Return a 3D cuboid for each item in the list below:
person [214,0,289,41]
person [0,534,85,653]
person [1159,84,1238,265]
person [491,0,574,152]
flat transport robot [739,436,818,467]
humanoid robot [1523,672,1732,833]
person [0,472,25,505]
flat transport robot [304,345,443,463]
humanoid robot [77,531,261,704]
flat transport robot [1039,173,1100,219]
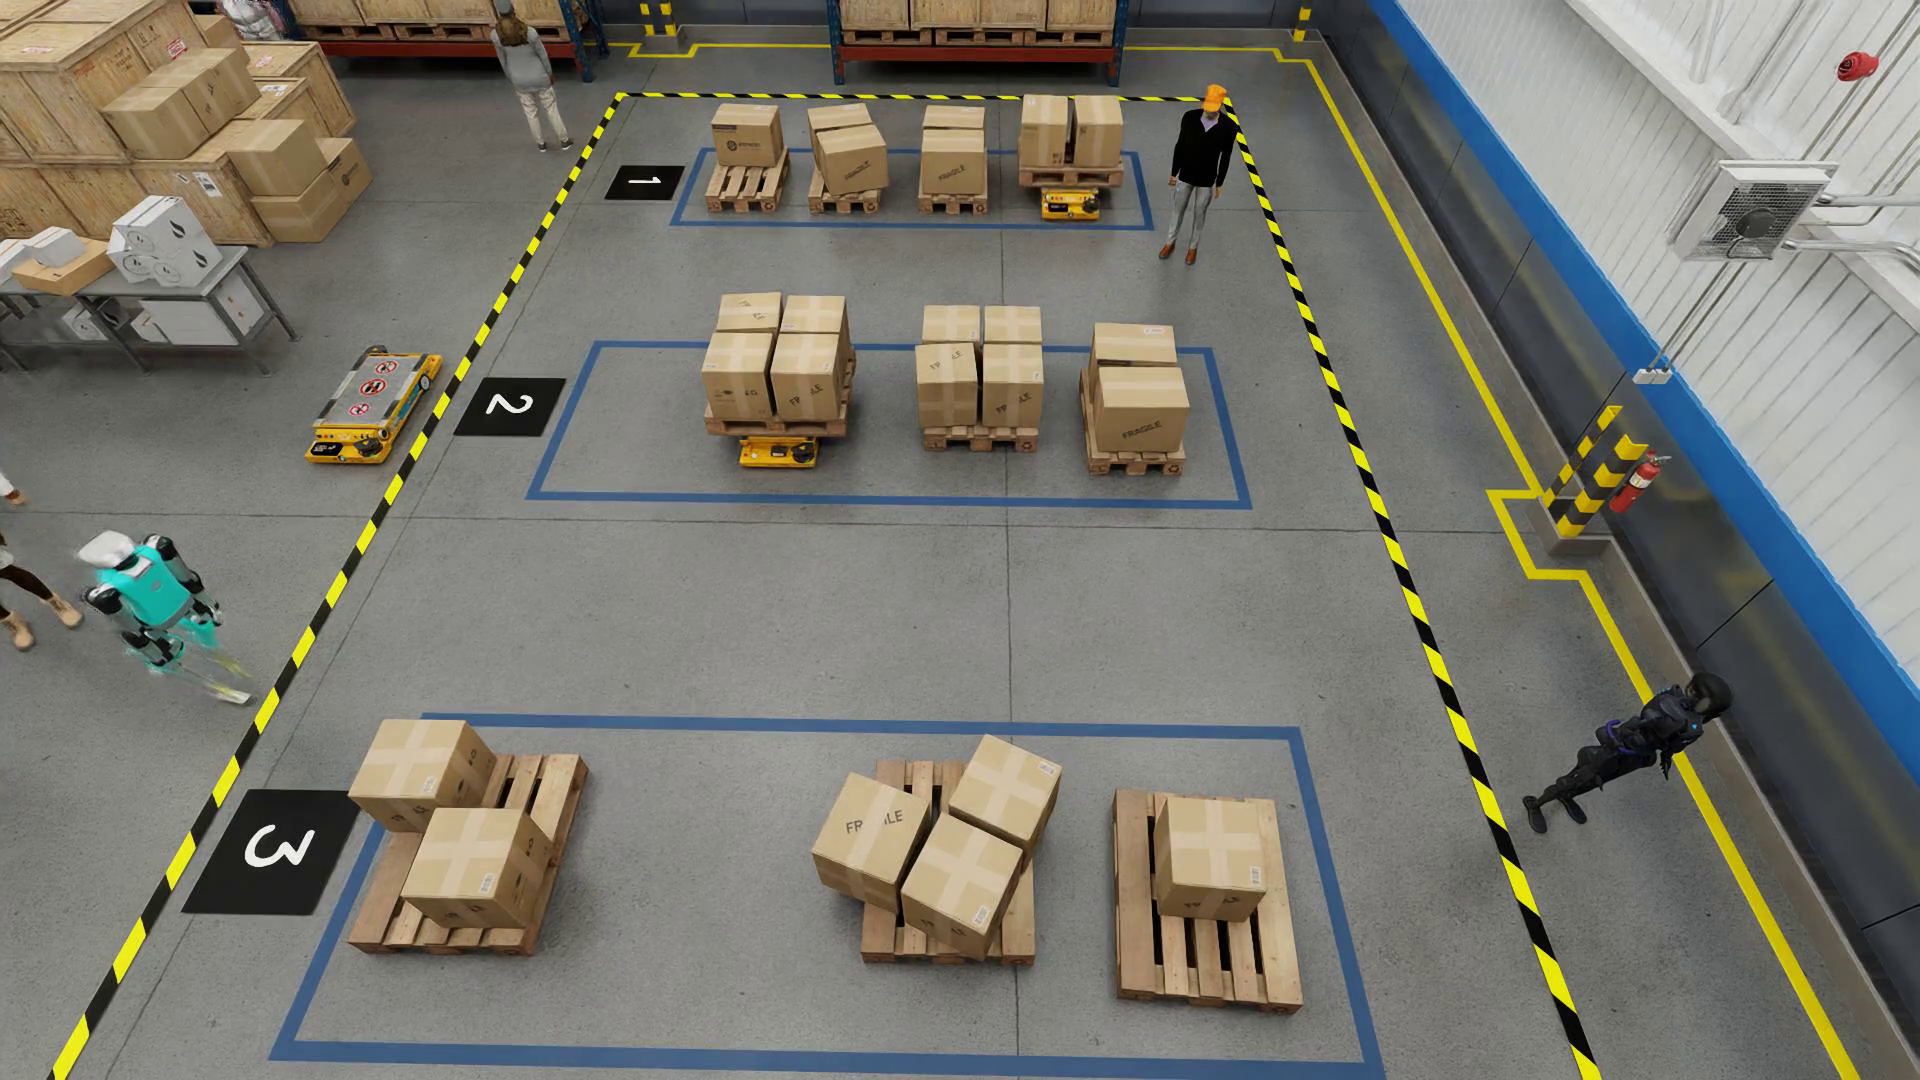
[{"bbox_3d":[-9.168,-6.674,12.027,0.706,1.783,0.408,-10,51,-8],"label":"person"},{"bbox_3d":[-6.897,0.043,6.177,0.607,2.034,0.398,-34,58,-25],"label":"person"},{"bbox_3d":[2.459,-3.765,9.497,0.584,1.882,0.378,20,53,16],"label":"person"},{"bbox_3d":[-5.221,-5.617,11.136,0.563,1.769,0.398,-7,50,-6],"label":"person"},{"bbox_3d":[-1.582,-1.235,8.394,0.652,0.197,1.431,1,50,1],"label":"flat transport robot"},{"bbox_3d":[3.920,1.257,5.372,0.599,1.655,0.315,-7,50,-6],"label":"humanoid robot"},{"bbox_3d":[-8.320,-1.018,7.209,1.001,1.835,0.574,31,56,23],"label":"person"},{"bbox_3d":[-5.383,-1.269,8.441,0.659,0.231,1.431,1,50,1],"label":"flat transport robot"},{"bbox_3d":[-5.153,0.593,5.971,0.766,1.872,0.542,9,50,8],"label":"humanoid robot"},{"bbox_3d":[1.291,-4.325,11.009,0.652,0.197,1.431,1,50,1],"label":"flat transport robot"}]
